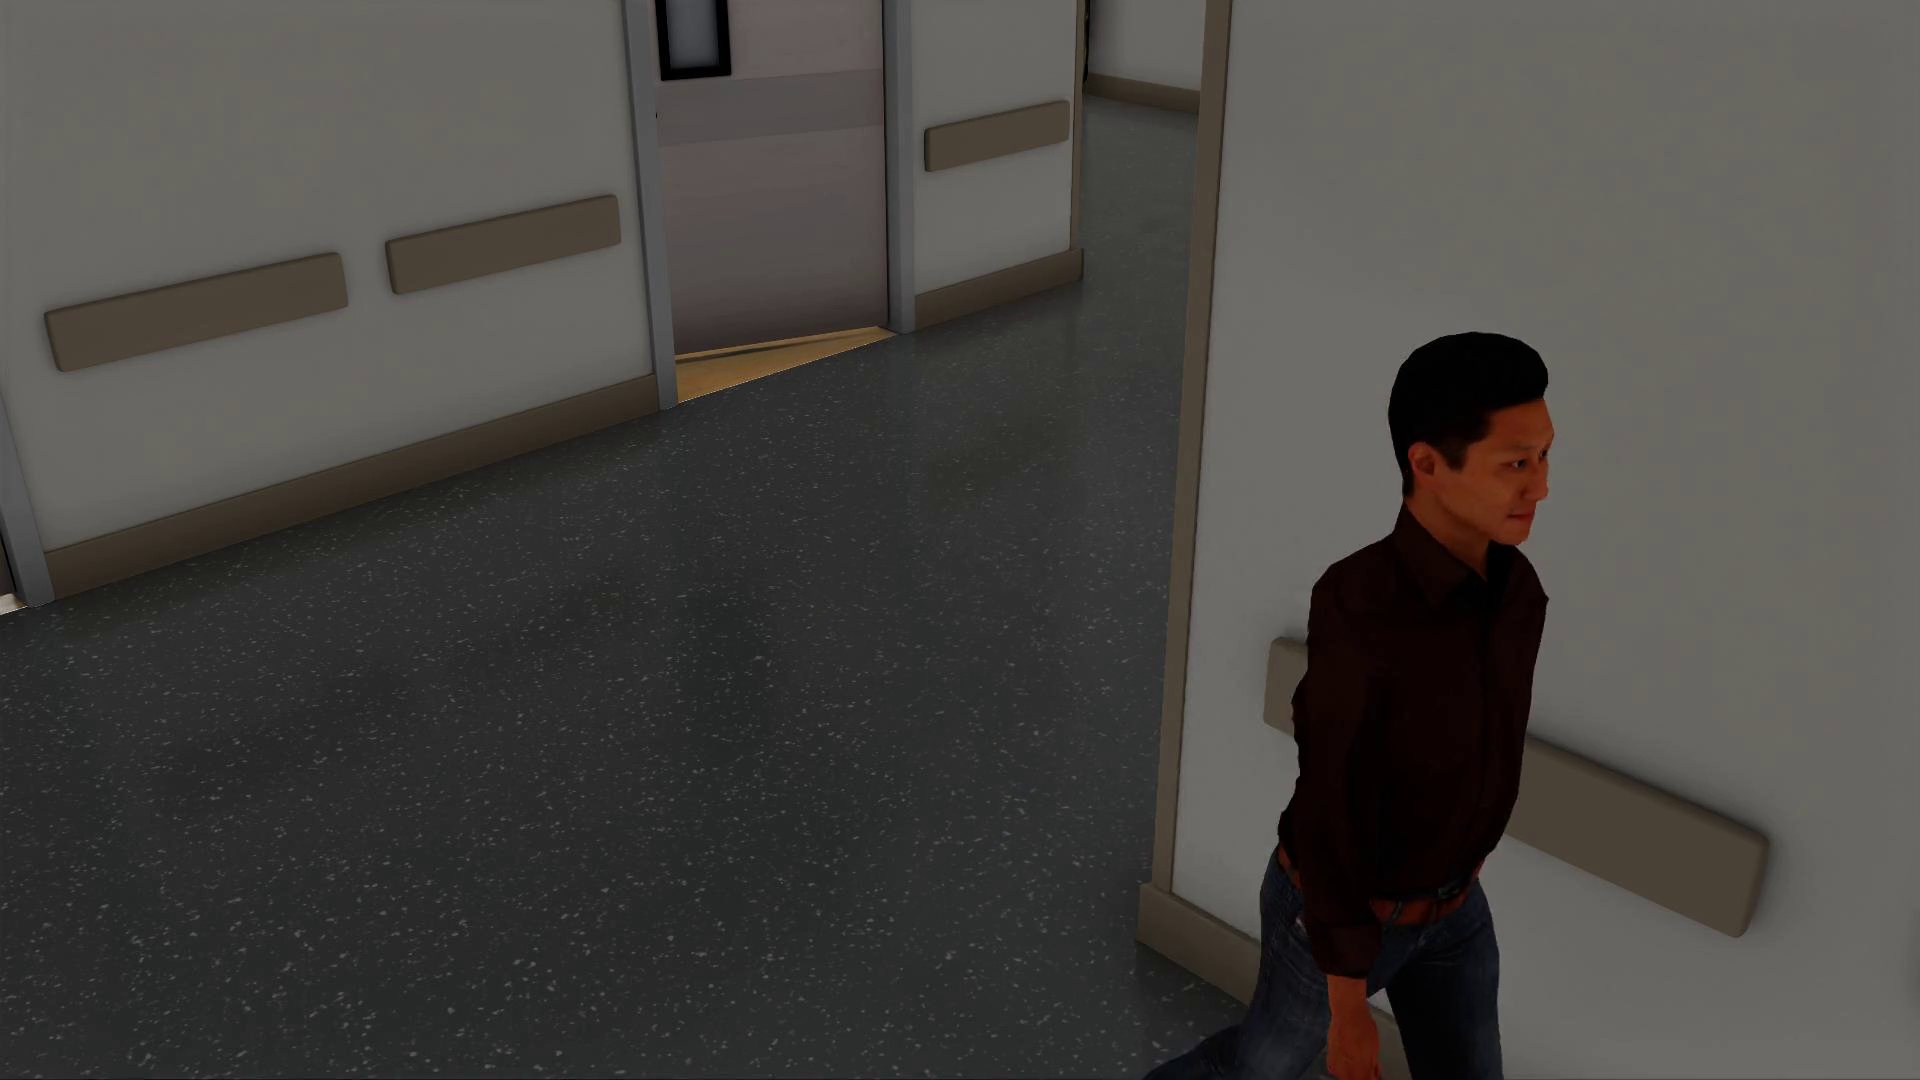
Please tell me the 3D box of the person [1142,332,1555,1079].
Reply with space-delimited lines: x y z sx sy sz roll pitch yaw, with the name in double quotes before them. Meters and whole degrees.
"person" 0.541 0.532 2.518 1.137 1.740 0.857 -17 30 -31
